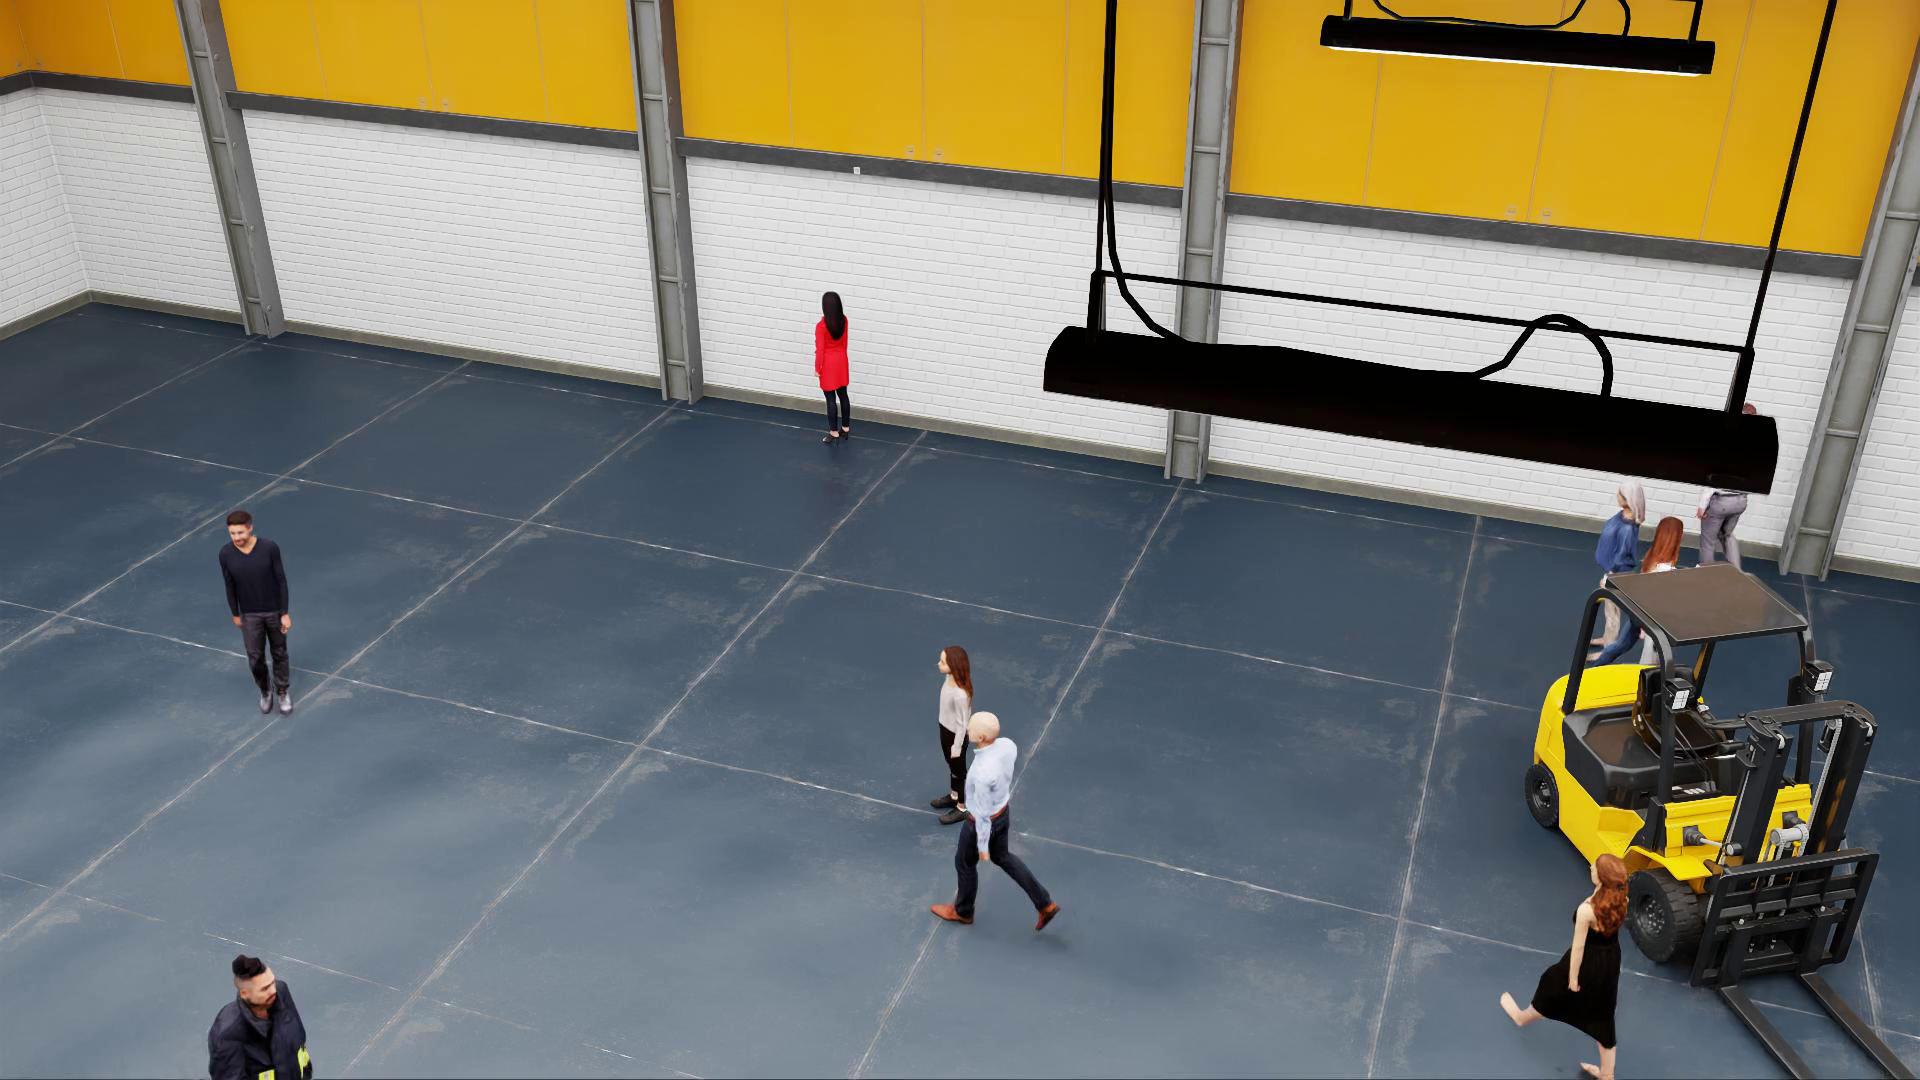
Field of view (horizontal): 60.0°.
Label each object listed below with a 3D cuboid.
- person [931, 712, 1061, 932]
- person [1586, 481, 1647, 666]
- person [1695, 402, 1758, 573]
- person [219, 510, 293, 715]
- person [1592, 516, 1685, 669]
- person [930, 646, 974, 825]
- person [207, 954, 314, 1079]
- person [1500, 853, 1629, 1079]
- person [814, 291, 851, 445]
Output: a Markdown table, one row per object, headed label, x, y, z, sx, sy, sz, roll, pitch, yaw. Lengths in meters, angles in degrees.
| label | x | y | z | sx | sy | sz | roll | pitch | yaw |
| --- | --- | --- | --- | --- | --- | --- | --- | --- | --- |
| person | 0.264 | 1.912 | 11.058 | 1.173 | 1.765 | 0.749 | 14 | 32 | 24 |
| person | 5.598 | 0.261 | 14.151 | 0.565 | 1.702 | 0.612 | 12 | 31 | 20 |
| person | 6.967 | -0.320 | 14.982 | 0.970 | 1.926 | 1.008 | -9 | 30 | -16 |
| person | -5.645 | 0.542 | 13.477 | 0.767 | 1.854 | 0.831 | -10 | 30 | -17 |
| person | 5.520 | 0.596 | 13.563 | 1.139 | 1.677 | 0.710 | 7 | 29 | 12 |
| person | -0.034 | 1.415 | 12.261 | 0.653 | 1.485 | 0.617 | -8 | 30 | -14 |
| person | -3.831 | 2.972 | 9.029 | 0.826 | 1.847 | 0.753 | 13 | 31 | 23 |
| person | 3.855 | 2.610 | 9.967 | 1.027 | 1.584 | 1.098 | -13 | 31 | -22 |
| person | -1.369 | -1.874 | 18.018 | 0.735 | 1.746 | 0.712 | 24 | 37 | 37 |
